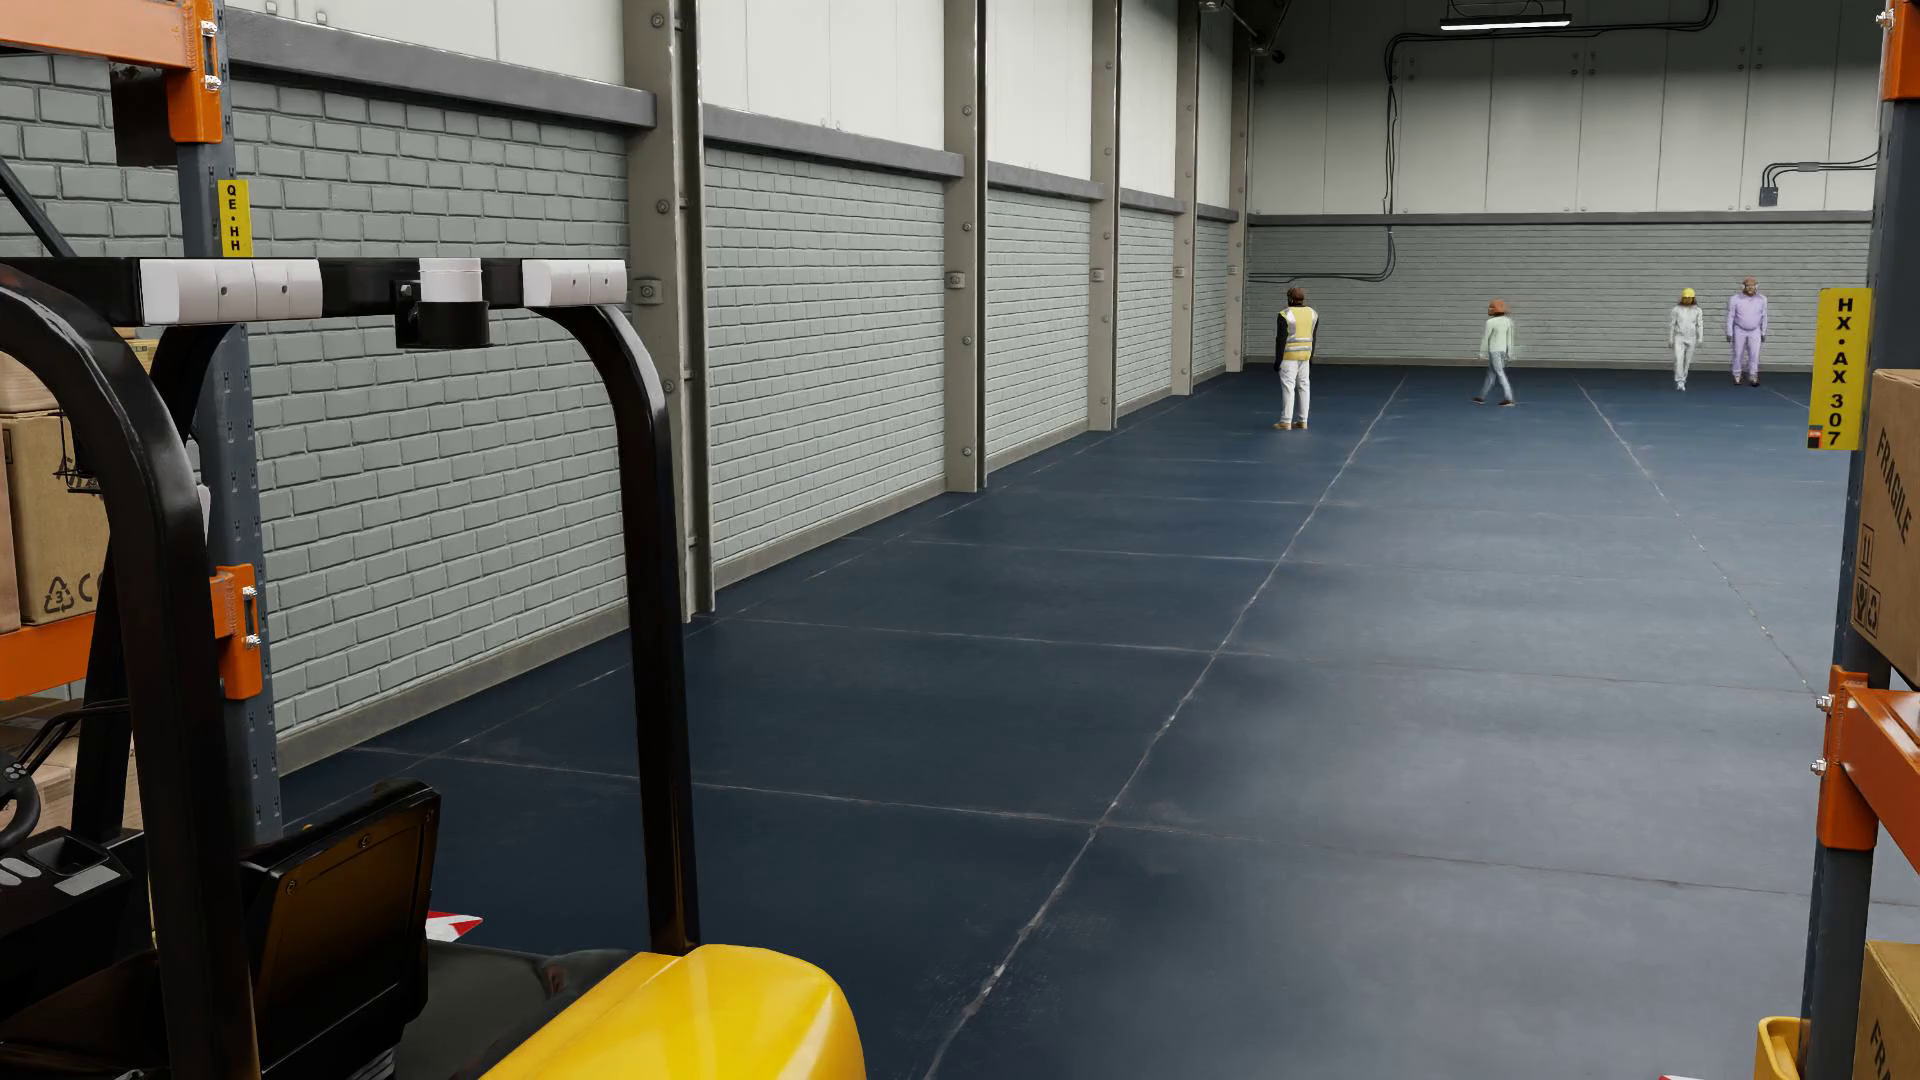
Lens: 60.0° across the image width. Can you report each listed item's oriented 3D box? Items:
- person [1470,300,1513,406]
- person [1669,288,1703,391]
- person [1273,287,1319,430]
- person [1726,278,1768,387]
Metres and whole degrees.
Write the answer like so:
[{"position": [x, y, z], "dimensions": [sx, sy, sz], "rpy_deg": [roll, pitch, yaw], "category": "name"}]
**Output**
[{"position": [8.074, -2.826, 25.104], "dimensions": [0.516, 1.583, 0.852], "rpy_deg": [-7, 12, -34], "category": "person"}, {"position": [12.090, -3.316, 27.651], "dimensions": [0.508, 1.701, 0.849], "rpy_deg": [2, 10, 10], "category": "person"}, {"position": [4.305, -2.341, 21.473], "dimensions": [0.627, 1.844, 0.429], "rpy_deg": [-5, 11, -28], "category": "person"}, {"position": [13.664, -3.597, 28.866], "dimensions": [0.677, 1.866, 0.902], "rpy_deg": [2, 10, 14], "category": "person"}]
